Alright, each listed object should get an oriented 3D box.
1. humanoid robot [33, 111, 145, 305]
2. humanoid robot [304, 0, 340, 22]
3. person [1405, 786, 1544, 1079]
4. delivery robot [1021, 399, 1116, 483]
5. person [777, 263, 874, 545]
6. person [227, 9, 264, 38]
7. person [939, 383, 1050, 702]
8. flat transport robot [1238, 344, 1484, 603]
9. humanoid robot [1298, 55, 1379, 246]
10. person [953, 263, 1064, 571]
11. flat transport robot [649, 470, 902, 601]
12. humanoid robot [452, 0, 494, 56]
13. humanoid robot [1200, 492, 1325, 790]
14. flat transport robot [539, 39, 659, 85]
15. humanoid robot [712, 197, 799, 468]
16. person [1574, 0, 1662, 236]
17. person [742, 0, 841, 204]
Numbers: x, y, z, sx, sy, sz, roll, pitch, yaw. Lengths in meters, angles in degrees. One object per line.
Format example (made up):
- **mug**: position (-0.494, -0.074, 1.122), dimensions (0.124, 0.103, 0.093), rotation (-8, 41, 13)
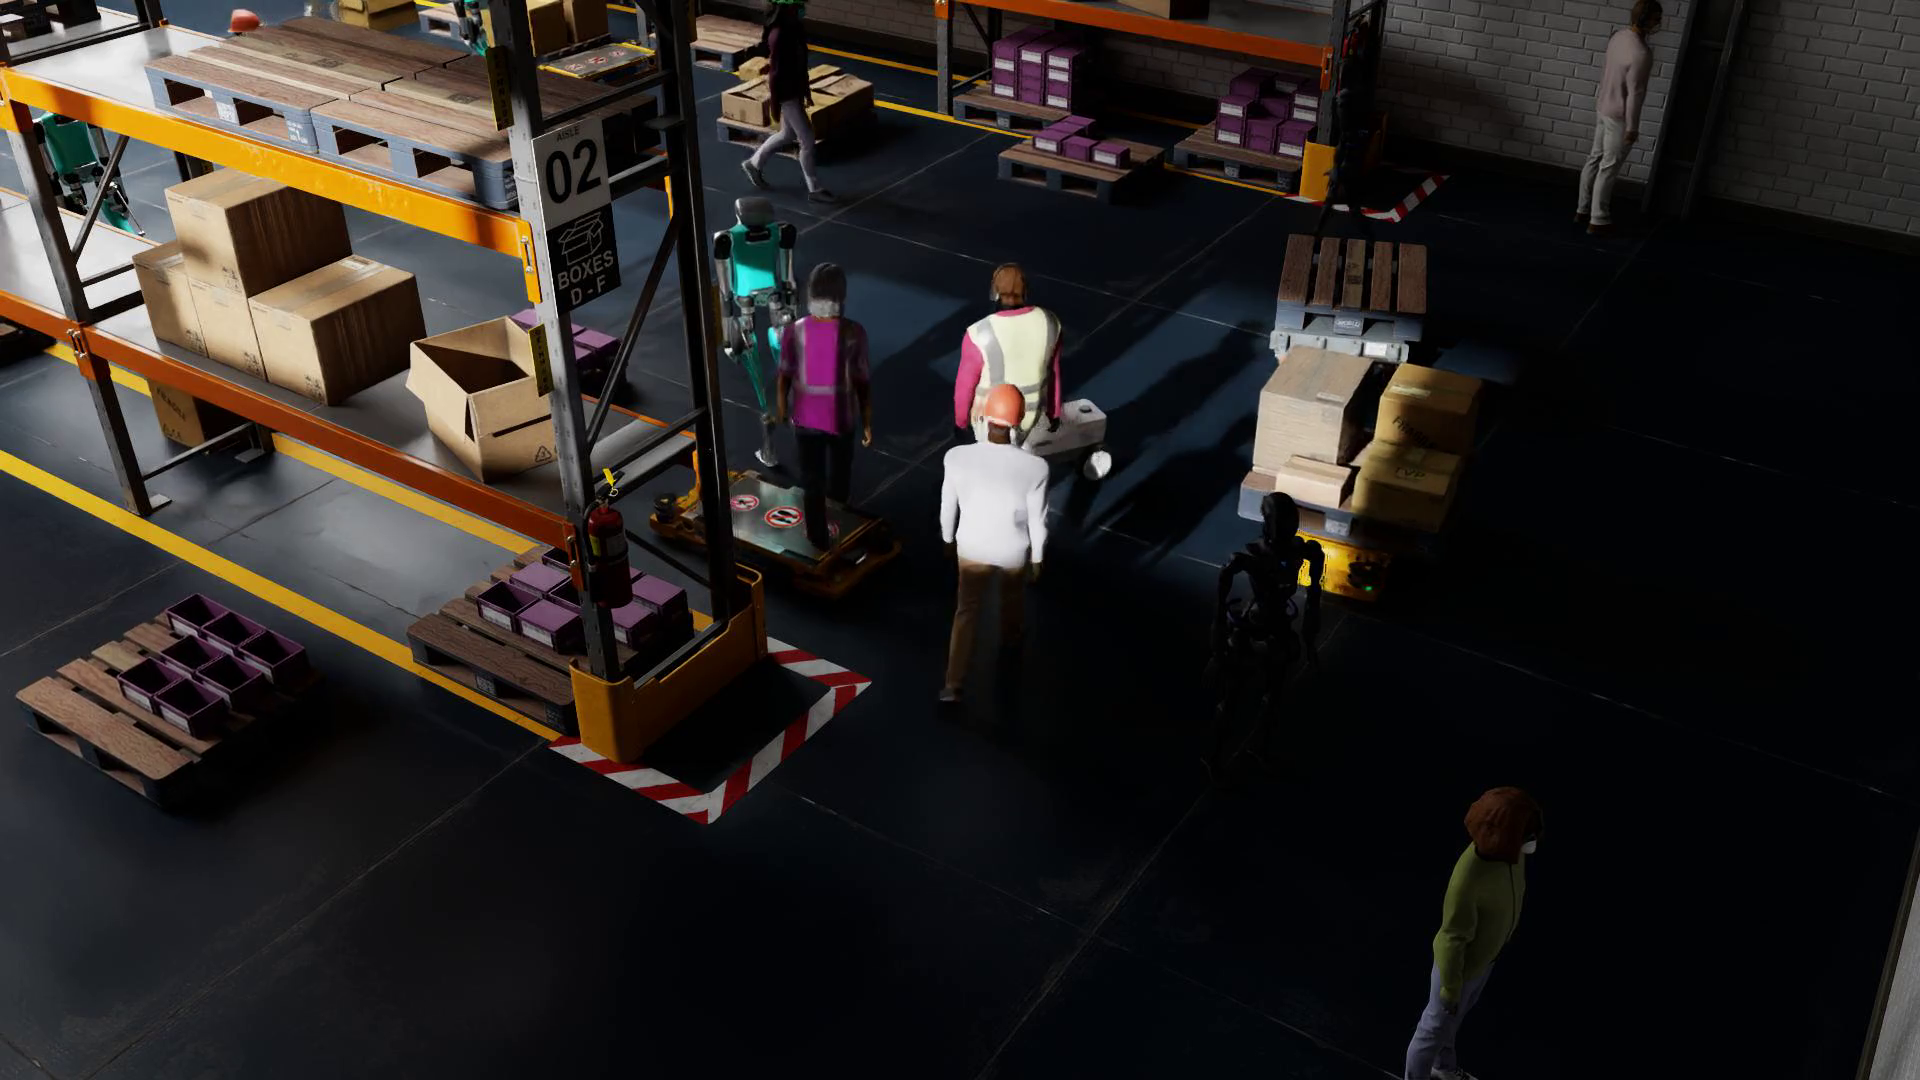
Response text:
- **humanoid robot**: position (-6.246, -2.429, 12.138), dimensions (0.735, 1.677, 0.533), rotation (24, 40, 32)
- **humanoid robot**: position (-7.098, -6.196, 18.069), dimensions (0.531, 1.795, 0.796), rotation (4, 33, 6)
- **person**: position (1.920, 1.561, 6.220), dimensions (0.281, 1.633, 0.498), rotation (24, 40, 32)
- **delivery robot**: position (0.601, -0.635, 10.605), dimensions (0.785, 0.614, 0.514), rotation (-14, 36, -20)
- **person**: position (-0.788, -0.729, 9.595), dimensions (0.571, 1.795, 0.967), rotation (-4, 33, -6)
- **person**: position (-5.824, -3.617, 14.078), dimensions (0.467, 1.737, 0.580), rotation (-2, 33, -4)
- **person**: position (0.163, 0.026, 8.522), dimensions (0.576, 1.711, 0.847), rotation (6, 33, 9)
- **flat transport robot**: position (2.376, -0.129, 10.072), dimensions (0.659, 0.231, 1.431), rotation (15, 36, 21)
- **humanoid robot**: position (3.154, -3.082, 13.383), dimensions (0.782, 1.633, 0.592), rotation (12, 35, 17)
- **person**: position (0.287, -0.727, 9.607), dimensions (0.643, 1.786, 0.948), rotation (-18, 37, -26)
- **flat transport robot**: position (-1.117, -0.069, 9.978), dimensions (1.431, 0.231, 0.659), rotation (20, 38, 28)
- **humanoid robot**: position (-4.487, -4.856, 16.025), dimensions (0.566, 1.817, 0.735), rotation (-25, 41, -33)
- **humanoid robot**: position (1.425, 0.478, 7.845), dimensions (0.589, 1.651, 0.337), rotation (-10, 34, -15)
- **flat transport robot**: position (-3.752, -4.960, 17.496), dimensions (0.659, 0.231, 1.431), rotation (24, 40, 32)
- **humanoid robot**: position (-1.172, -1.196, 10.385), dimensions (0.546, 1.812, 0.719), rotation (-15, 36, -21)
- **person**: position (5.429, -3.484, 13.704), dimensions (0.374, 1.935, 0.627), rotation (-1, 33, -2)
- **person**: position (-1.507, -3.869, 14.317), dimensions (0.919, 1.912, 0.499), rotation (10, 34, 15)
